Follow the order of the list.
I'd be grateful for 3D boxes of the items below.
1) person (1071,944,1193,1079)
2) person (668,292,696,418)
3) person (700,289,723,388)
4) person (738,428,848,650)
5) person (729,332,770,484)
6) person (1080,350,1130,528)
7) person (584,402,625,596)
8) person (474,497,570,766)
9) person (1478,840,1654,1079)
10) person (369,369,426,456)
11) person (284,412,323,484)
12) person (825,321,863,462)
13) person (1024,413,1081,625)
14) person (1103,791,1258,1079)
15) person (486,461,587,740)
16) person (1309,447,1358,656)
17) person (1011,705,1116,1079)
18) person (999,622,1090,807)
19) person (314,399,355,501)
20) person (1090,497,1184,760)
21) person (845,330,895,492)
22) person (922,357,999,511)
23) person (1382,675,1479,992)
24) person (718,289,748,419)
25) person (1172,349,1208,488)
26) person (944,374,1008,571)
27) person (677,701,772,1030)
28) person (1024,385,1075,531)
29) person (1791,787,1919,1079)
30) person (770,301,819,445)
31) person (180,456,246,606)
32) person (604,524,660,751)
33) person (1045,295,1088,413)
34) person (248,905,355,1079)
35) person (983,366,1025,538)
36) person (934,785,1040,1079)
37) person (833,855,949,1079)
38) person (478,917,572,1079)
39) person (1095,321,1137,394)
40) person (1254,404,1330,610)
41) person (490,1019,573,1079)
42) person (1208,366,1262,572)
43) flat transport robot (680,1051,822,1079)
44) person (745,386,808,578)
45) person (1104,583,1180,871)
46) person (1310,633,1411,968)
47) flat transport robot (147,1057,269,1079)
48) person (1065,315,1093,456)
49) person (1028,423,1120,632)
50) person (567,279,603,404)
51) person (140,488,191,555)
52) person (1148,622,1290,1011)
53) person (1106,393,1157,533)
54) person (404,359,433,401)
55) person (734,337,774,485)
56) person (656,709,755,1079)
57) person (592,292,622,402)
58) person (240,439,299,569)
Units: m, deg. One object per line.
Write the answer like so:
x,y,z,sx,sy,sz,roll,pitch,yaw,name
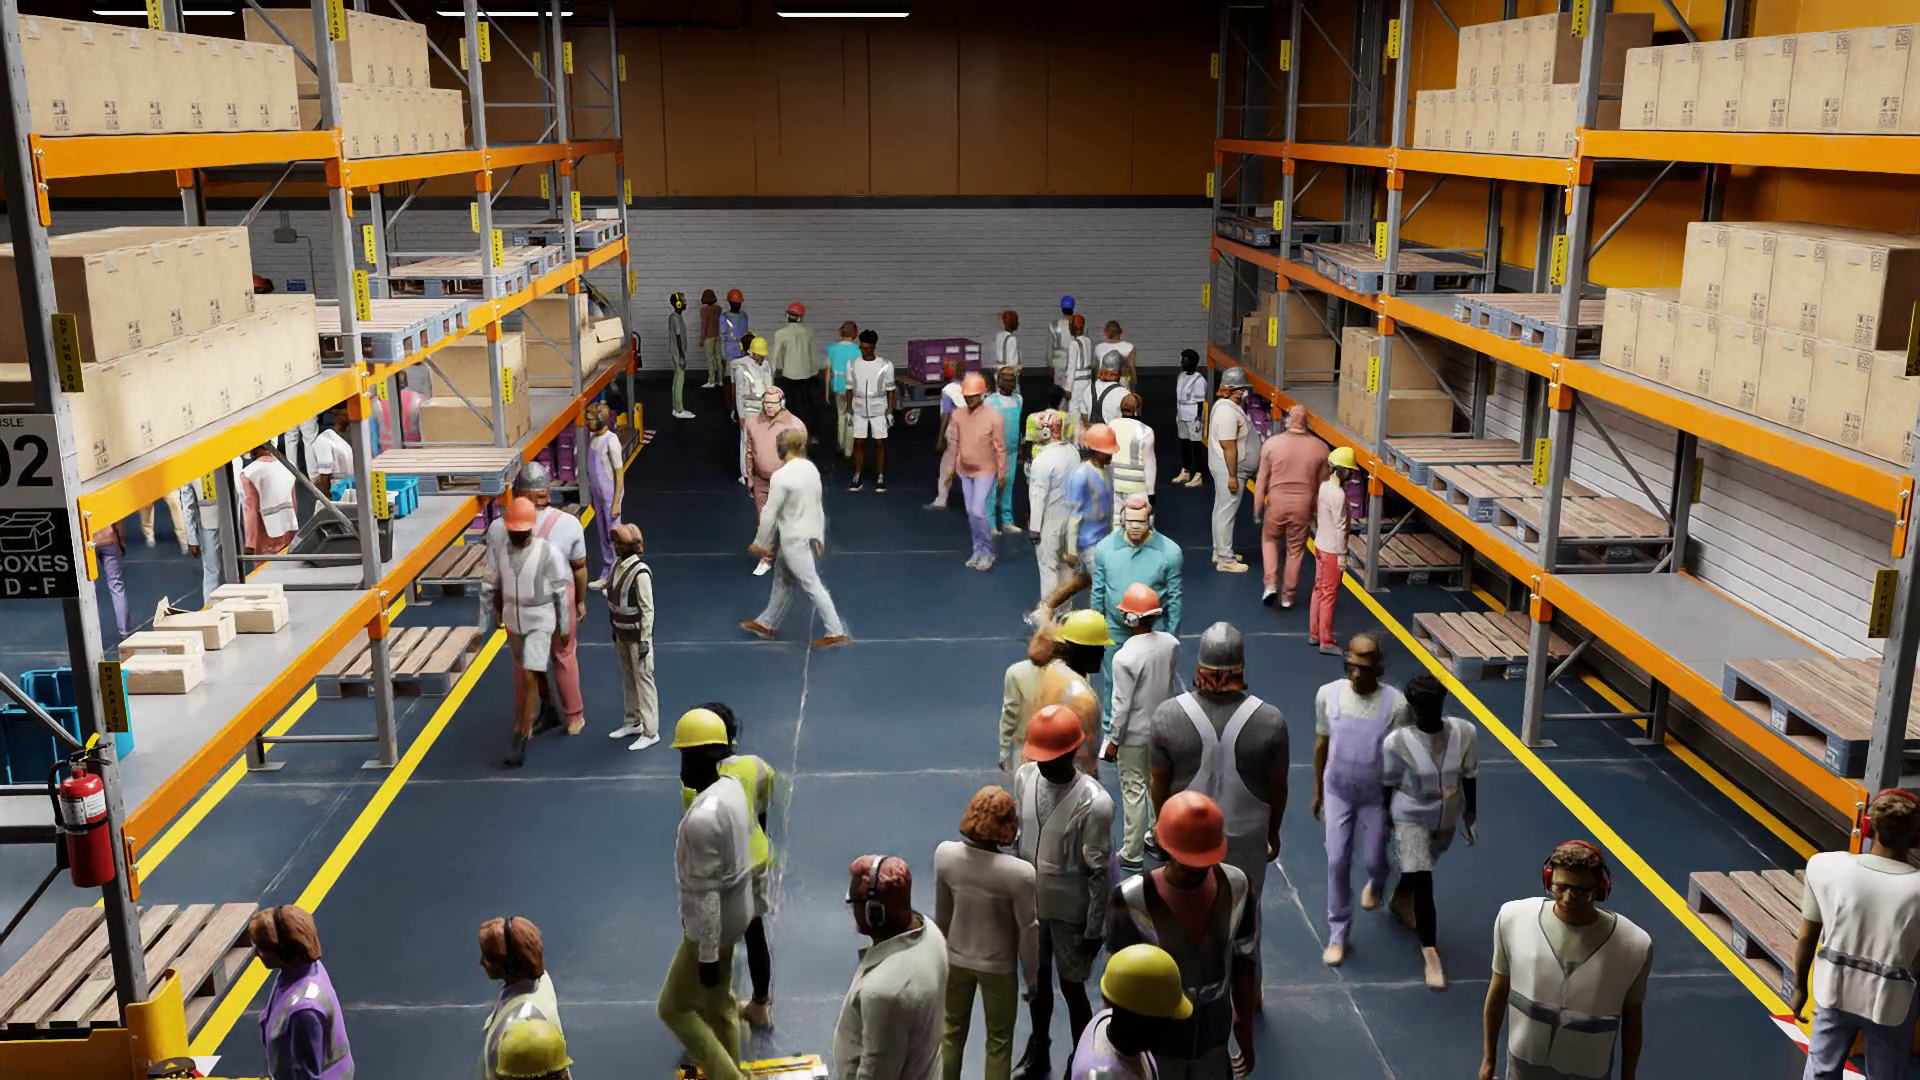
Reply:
0.530,2.186,5.404,0.399,1.912,0.592,2,14,7,person
-4.190,-2.769,24.920,0.329,1.877,0.512,-5,15,-18,person
-4.145,-3.352,27.691,0.284,1.633,0.497,9,17,31,person
-1.400,-0.009,14.093,1.050,1.890,0.641,5,15,17,person
-2.561,-1.614,20.395,0.515,1.872,0.328,-2,14,-8,person
1.637,-1.011,17.689,0.539,2.000,0.688,-12,18,-39,person
-3.330,-0.391,15.647,0.332,1.842,0.508,-10,18,-35,person
-3.090,0.590,11.740,0.627,1.881,0.965,4,15,14,person
2.270,1.987,6.306,0.569,1.845,0.384,6,16,23,person
-5.992,-0.958,17.900,0.654,1.828,0.454,-2,14,-6,person
-8.105,-1.599,20.434,0.617,1.831,0.431,2,14,9,person
-1.446,-1.963,21.843,0.595,1.824,0.635,4,15,14,person
0.802,-0.184,14.725,0.399,1.902,0.643,9,17,32,person
0.844,1.894,6.317,0.611,2.030,0.410,-4,15,-15,person
-3.048,0.427,12.042,0.690,2.000,0.538,-4,15,-16,person
3.138,0.088,13.938,0.323,1.761,0.523,-1,14,-5,person
0.425,1.645,7.502,0.549,1.926,0.388,14,20,43,person
0.510,1.220,9.793,0.515,1.615,0.530,2,14,6,person
-5.707,-0.415,15.493,0.364,1.964,0.612,4,15,17,person
1.216,0.626,11.554,0.648,1.899,0.400,4,15,16,person
-1.082,-1.549,19.956,0.608,1.962,0.374,2,14,8,person
0.025,-1.163,18.783,0.925,1.806,0.574,6,15,22,person
2.437,1.449,8.826,0.523,1.639,0.867,-3,15,-11,person
-3.340,-2.788,24.871,0.373,1.934,0.551,12,19,40,person
2.805,-1.489,20.268,0.319,1.691,0.536,-7,16,-25,person
0.144,-0.668,16.485,0.616,1.974,0.553,12,18,38,person
-1.188,1.585,8.209,0.639,1.670,0.555,14,20,43,person
0.954,-0.830,17.764,0.539,1.637,0.759,0,14,1,person
3.651,1.889,6.711,0.562,1.837,0.388,11,18,38,person
-2.269,-2.253,22.687,0.719,1.988,0.409,-10,17,-33,person
-6.395,-0.087,14.339,0.409,1.907,0.598,9,17,31,person
-2.337,0.680,11.855,0.306,1.637,0.524,-10,18,-35,person
1.532,-2.545,23.924,0.611,1.929,0.633,-2,14,-7,person
-2.426,2.118,6.226,0.319,1.631,0.524,-7,16,-25,person
0.475,-0.952,17.845,0.505,1.845,0.346,-11,18,-36,person
0.111,1.856,7.277,0.514,1.621,0.315,7,16,27,person
-0.257,2.035,6.033,0.401,1.894,0.653,3,15,11,person
-1.583,2.141,6.140,0.315,1.630,0.512,-2,14,-9,person
2.076,-1.985,21.987,0.619,1.809,0.437,9,17,31,person
3.023,-0.296,15.198,0.668,1.882,0.451,2,14,6,person
-1.347,2.328,5.226,0.500,1.712,0.410,13,19,42,person
2.732,-0.716,16.531,0.538,2.000,0.684,1,14,3,person
-0.836,2.591,7.078,0.652,0.197,1.431,-3,15,-11,flat transport robot
-1.800,-0.559,16.213,0.643,1.901,0.397,5,15,19,person
1.060,1.108,9.937,0.327,1.753,0.563,13,19,42,person
2.169,1.331,8.938,0.530,1.823,0.694,7,16,25,person
-3.345,2.627,6.934,0.652,0.197,1.431,0,14,1,flat transport robot
1.564,-2.056,22.119,0.363,1.879,0.584,7,16,26,person
1.027,-0.029,13.966,0.960,1.991,0.627,7,16,26,person
-5.771,-2.973,25.391,0.684,2.000,0.536,11,18,38,person
-8.336,-0.727,17.252,0.573,1.721,0.793,-9,17,-31,person
1.281,1.380,8.303,0.684,2.000,0.538,2,14,9,person
1.642,-0.514,16.163,0.629,1.836,0.429,12,19,40,person
-6.731,-1.578,20.533,0.570,1.734,0.626,7,16,25,person
-2.476,-1.582,20.369,0.404,1.820,0.591,14,20,43,person
-1.133,1.683,7.392,0.426,1.896,0.616,1,14,4,person
-5.642,-3.073,26.419,0.895,1.719,0.528,12,18,38,person
-5.852,-0.049,14.187,0.396,1.908,0.599,4,15,16,person
